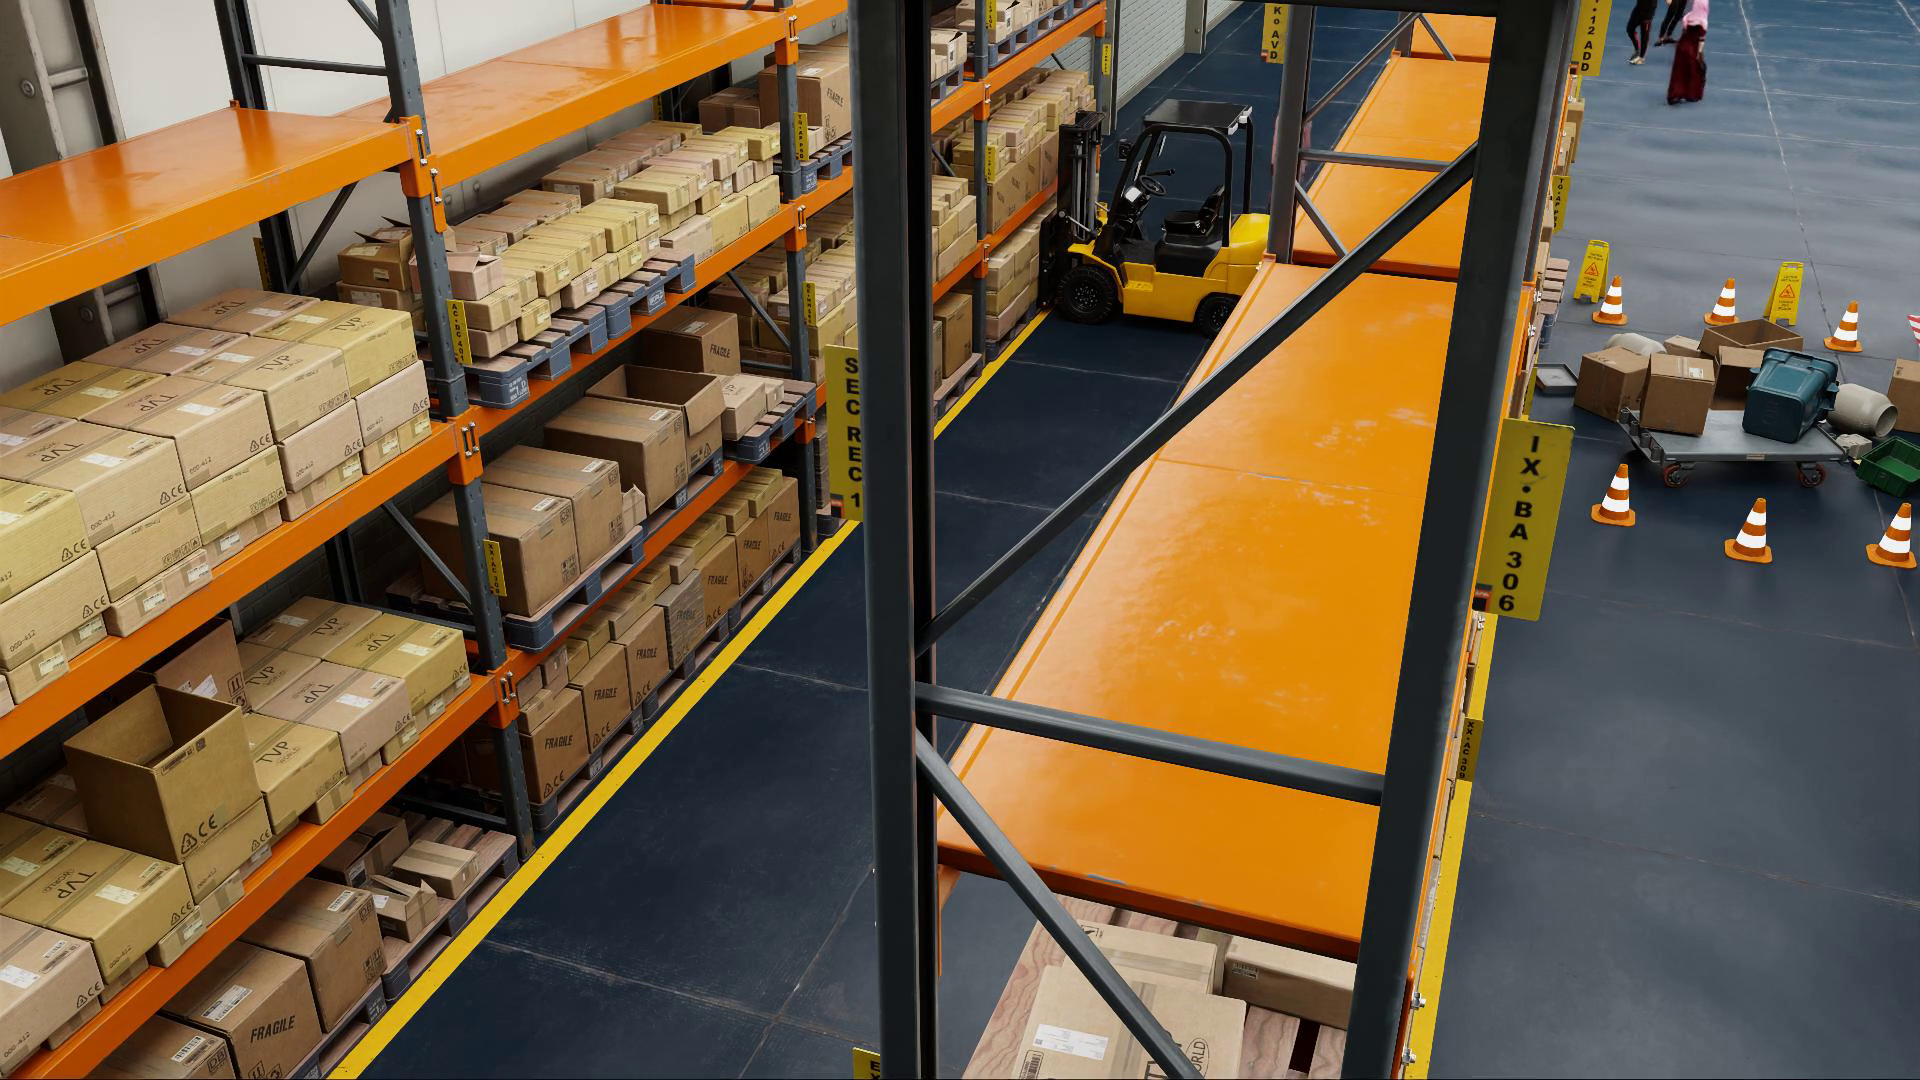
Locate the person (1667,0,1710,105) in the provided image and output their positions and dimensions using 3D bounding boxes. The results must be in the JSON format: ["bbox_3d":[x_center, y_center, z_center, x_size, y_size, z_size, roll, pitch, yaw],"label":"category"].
[{"bbox_3d":[11.146,-7.503,25.513,0.990,1.638,0.921,-15,32,-26],"label":"person"}]

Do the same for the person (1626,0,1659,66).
[{"bbox_3d":[11.643,-8.944,28.047,0.848,1.800,0.764,-8,29,-14],"label":"person"}]

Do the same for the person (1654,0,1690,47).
[{"bbox_3d":[12.643,-9.600,29.409,0.740,1.678,0.928,-17,32,-29],"label":"person"}]

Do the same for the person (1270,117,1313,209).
[{"bbox_3d":[3.884,-4.462,19.738,0.898,1.700,1.154,-2,28,-4],"label":"person"}]
